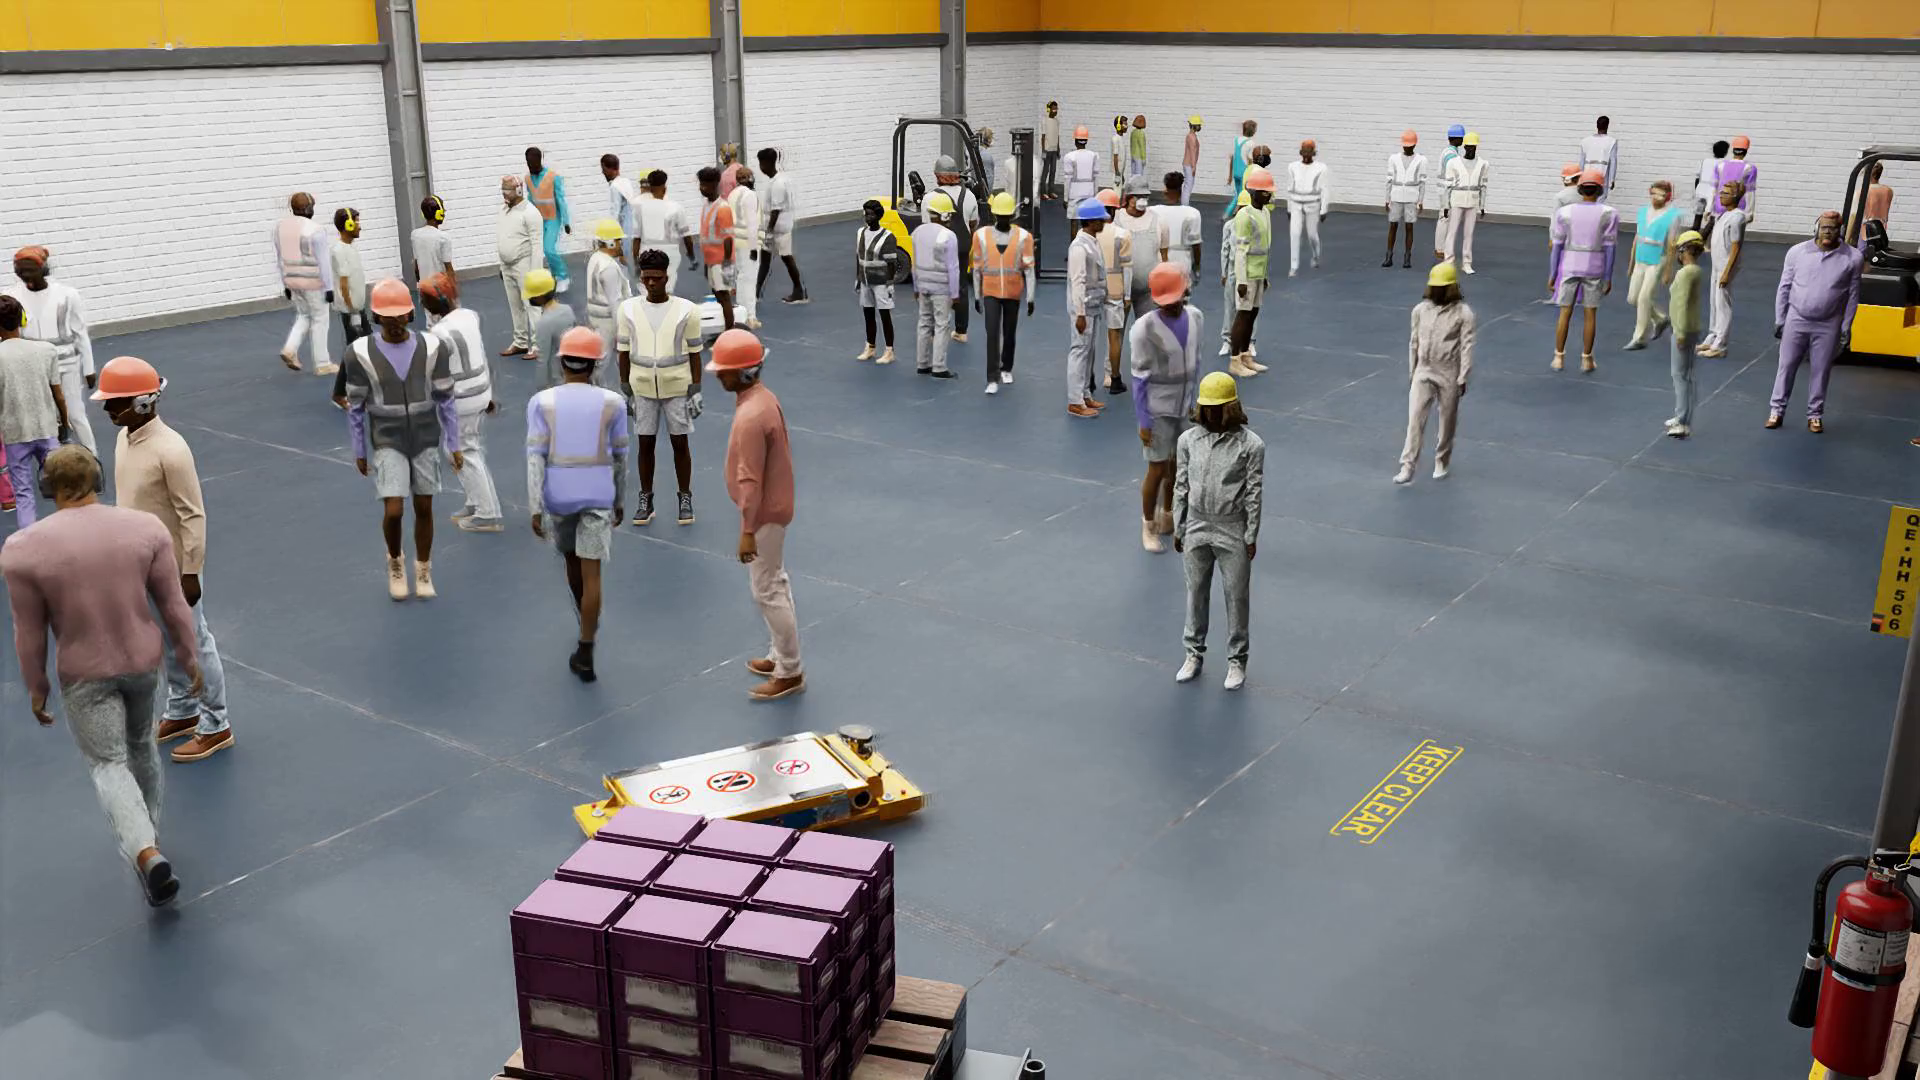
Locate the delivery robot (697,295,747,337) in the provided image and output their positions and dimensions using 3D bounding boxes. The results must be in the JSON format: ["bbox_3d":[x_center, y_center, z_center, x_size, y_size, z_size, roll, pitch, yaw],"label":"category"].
[{"bbox_3d":[-2.684,-2.409,18.043,0.707,0.478,0.477,-8,19,-23],"label":"delivery robot"}]

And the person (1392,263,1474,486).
[{"bbox_3d":[3.627,-1.246,12.692,0.508,1.699,0.875,10,20,29],"label":"person"}]

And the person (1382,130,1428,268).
[{"bbox_3d":[6.277,-4.810,23.487,0.543,1.927,0.383,7,19,21],"label":"person"}]

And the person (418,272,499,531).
[{"bbox_3d":[-3.495,-0.931,11.473,0.523,1.856,0.620,1,18,2],"label":"person"}]

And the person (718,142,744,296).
[{"bbox_3d":[-2.865,-4.080,21.210,0.373,1.932,0.624,5,18,16],"label":"person"}]

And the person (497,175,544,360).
[{"bbox_3d":[-4.616,-2.846,17.377,0.650,1.907,0.409,14,22,37],"label":"person"}]

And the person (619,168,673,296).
[{"bbox_3d":[-3.576,-3.348,19.128,0.664,1.798,0.433,-16,24,-41],"label":"person"}]

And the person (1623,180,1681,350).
[{"bbox_3d":[7.470,-2.957,17.879,0.636,1.818,0.574,-6,19,-19],"label":"person"}]

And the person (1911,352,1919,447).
[{"bbox_3d":[8.227,-1.562,13.800,0.504,1.631,0.281,3,18,10],"label":"person"}]

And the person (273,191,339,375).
[{"bbox_3d":[-6.503,-2.531,16.540,0.624,1.829,0.506,8,20,24],"label":"person"}]

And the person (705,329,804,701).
[{"bbox_3d":[-1.081,-0.142,8.808,0.447,1.980,0.645,-2,18,-5],"label":"person"}]

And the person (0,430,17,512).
[{"bbox_3d":[-7.137,-1.003,12.073,0.497,1.626,0.287,0,18,0],"label":"person"}]

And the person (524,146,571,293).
[{"bbox_3d":[-5.268,-4.088,21.304,0.610,1.879,0.521,11,21,32],"label":"person"}]

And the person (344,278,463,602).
[{"bbox_3d":[-3.364,-0.592,10.129,0.618,2.023,0.470,-9,20,-26],"label":"person"}]

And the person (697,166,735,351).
[{"bbox_3d":[-2.606,-3.034,17.877,0.372,1.963,0.621,-9,20,-26],"label":"person"}]

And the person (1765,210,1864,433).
[{"bbox_3d":[7.361,-1.878,14.344,0.636,1.911,0.405,9,20,25],"label":"person"}]

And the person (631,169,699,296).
[{"bbox_3d":[-3.211,-3.019,17.936,0.612,1.910,1.047,6,19,18],"label":"person"}]

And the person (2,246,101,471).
[{"bbox_3d":[-6.910,-1.327,12.710,0.579,1.859,0.535,-3,18,-9],"label":"person"}]

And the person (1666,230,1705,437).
[{"bbox_3d":[6.215,-1.772,14.318,0.386,1.719,0.696,12,21,33],"label":"person"}]

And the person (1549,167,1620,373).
[{"bbox_3d":[6.266,-2.709,16.736,0.611,2.041,0.403,10,20,28],"label":"person"}]

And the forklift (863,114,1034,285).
[{"bbox_3d":[-0.171,-4.594,22.377,2.313,2.155,1.214,1,18,3],"label":"forklift"}]

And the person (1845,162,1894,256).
[{"bbox_3d":[10.729,-3.547,19.689,0.560,1.837,0.389,-6,19,-17],"label":"person"}]

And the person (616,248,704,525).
[{"bbox_3d":[-2.108,-1.072,11.728,0.602,1.967,0.366,0,18,-1],"label":"person"}]

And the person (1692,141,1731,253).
[{"bbox_3d":[11.236,-5.162,25.026,0.312,1.668,0.658,-9,20,-27],"label":"person"}]

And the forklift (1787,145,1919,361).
[{"bbox_3d":[9.803,-2.879,17.013,2.313,2.155,1.214,12,21,33],"label":"forklift"}]

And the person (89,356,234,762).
[{"bbox_3d":[-3.863,0.093,8.038,0.623,1.992,0.391,14,22,37],"label":"person"}]

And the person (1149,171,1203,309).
[{"bbox_3d":[2.189,-2.824,17.227,0.633,1.956,0.405,5,18,16],"label":"person"}]

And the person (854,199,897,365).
[{"bbox_3d":[-0.867,-2.657,17.136,0.535,1.694,0.320,15,23,39],"label":"person"}]

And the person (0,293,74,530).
[{"bbox_3d":[-5.890,-0.630,10.530,0.517,1.860,0.321,-17,24,-42],"label":"person"}]

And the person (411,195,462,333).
[{"bbox_3d":[-4.974,-2.338,15.865,0.513,1.862,0.327,9,20,27],"label":"person"}]

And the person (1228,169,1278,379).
[{"bbox_3d":[2.926,-2.637,16.502,0.391,2.040,0.615,11,21,30],"label":"person"}]

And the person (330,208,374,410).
[{"bbox_3d":[-5.524,-2.063,15.072,0.624,1.837,0.612,0,18,-1],"label":"person"}]

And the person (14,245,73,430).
[{"bbox_3d":[-7.799,-1.694,14.205,0.307,1.639,0.525,1,18,4],"label":"person"}]
